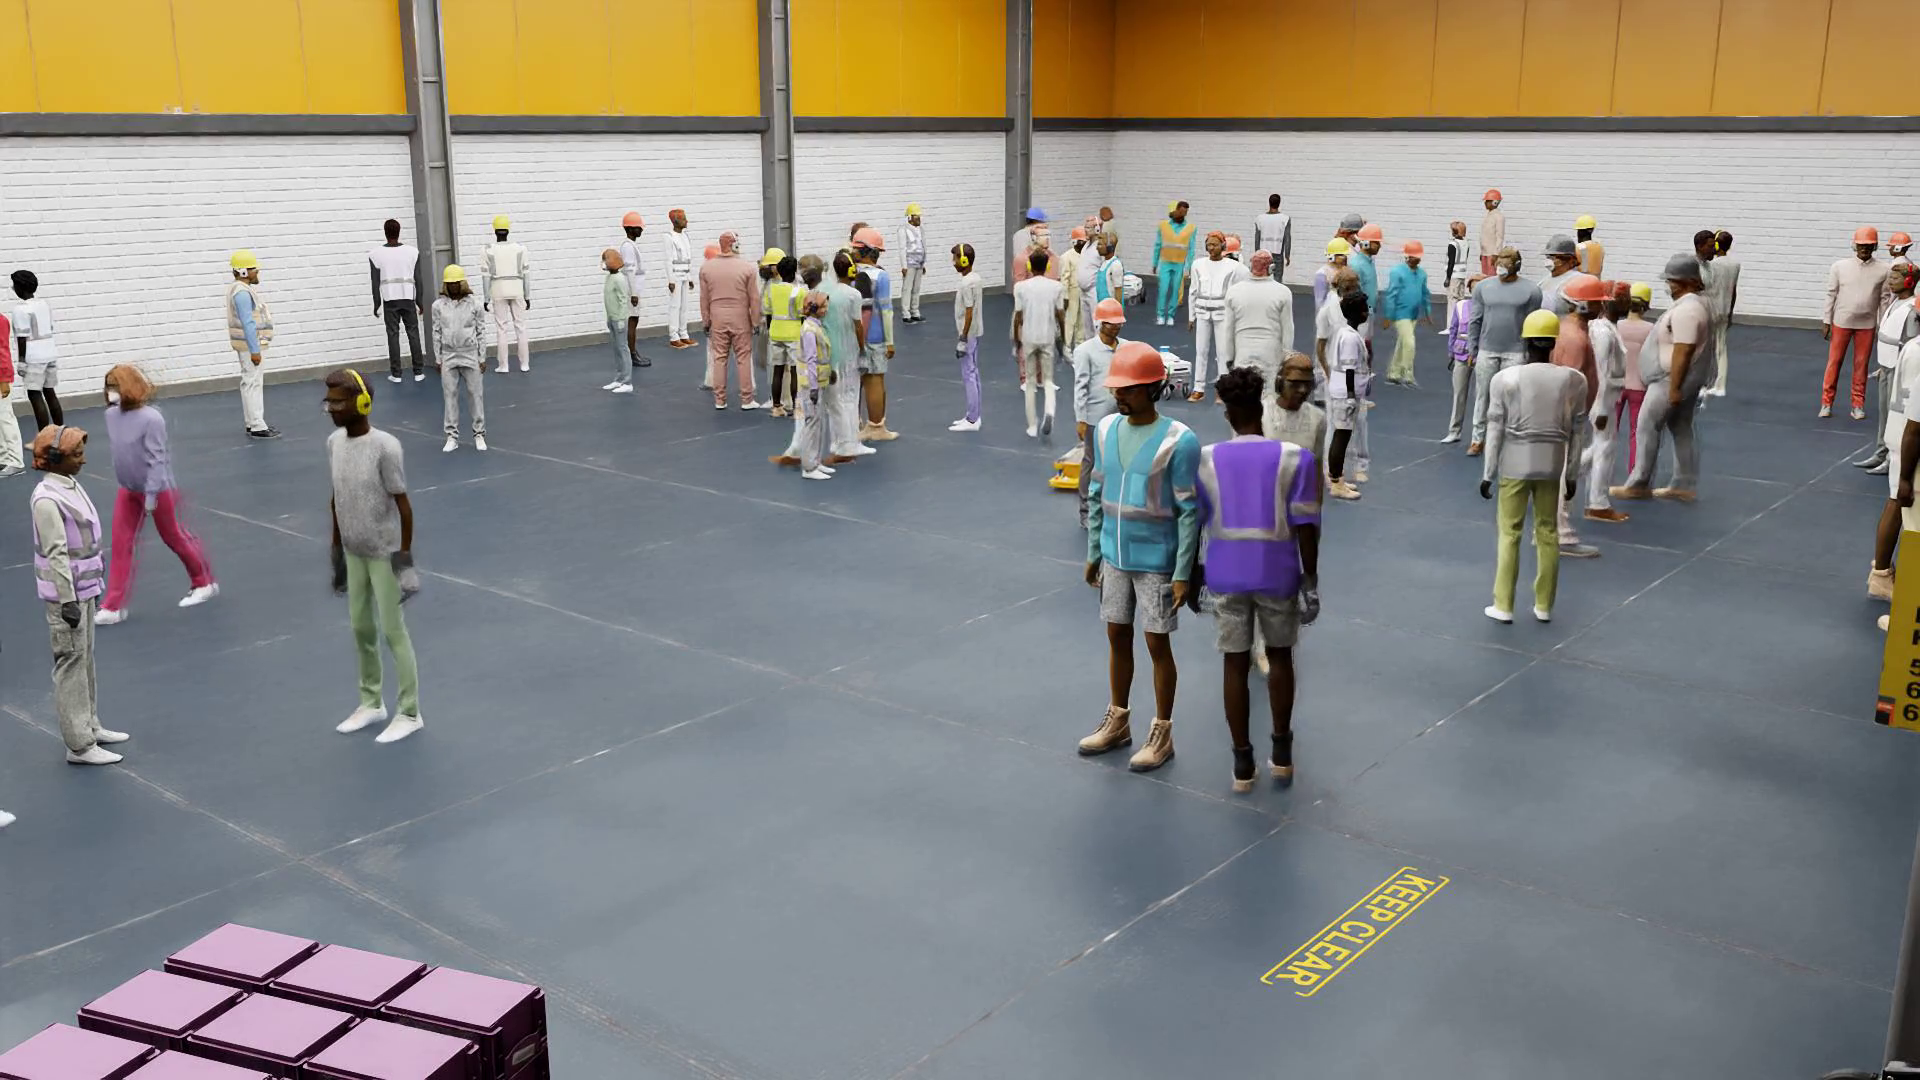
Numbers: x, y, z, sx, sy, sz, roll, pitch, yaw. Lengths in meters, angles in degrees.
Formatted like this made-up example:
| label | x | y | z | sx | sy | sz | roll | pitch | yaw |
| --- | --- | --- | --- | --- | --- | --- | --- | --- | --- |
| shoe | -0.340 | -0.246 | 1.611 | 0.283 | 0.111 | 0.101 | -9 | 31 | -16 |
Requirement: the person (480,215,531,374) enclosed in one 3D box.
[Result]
| label | x | y | z | sx | sy | sz | roll | pitch | yaw |
| --- | --- | --- | --- | --- | --- | --- | --- | --- | --- |
| person | -5.570 | -3.009 | 20.425 | 0.585 | 1.929 | 0.370 | -7 | 16 | -25 |

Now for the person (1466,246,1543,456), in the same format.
| label | x | y | z | sx | sy | sz | roll | pitch | yaw |
| --- | --- | --- | --- | --- | --- | --- | --- | --- | --- |
| person | 4.964 | -1.714 | 15.239 | 0.630 | 1.937 | 0.372 | 6 | 15 | 22 |

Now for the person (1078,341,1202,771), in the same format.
| label | x | y | z | sx | sy | sz | roll | pitch | yaw |
| --- | --- | --- | --- | --- | --- | --- | --- | --- | --- |
| person | 0.824 | 0.083 | 7.839 | 0.615 | 2.041 | 0.392 | 13 | 19 | 43 |

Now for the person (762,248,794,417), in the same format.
| label | x | y | z | sx | sy | sz | roll | pitch | yaw |
| --- | --- | --- | --- | --- | --- | --- | --- | --- | --- |
| person | -1.888 | -2.171 | 17.428 | 0.338 | 1.761 | 0.525 | -2 | 14 | -8 |

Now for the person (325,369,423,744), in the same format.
| label | x | y | z | sx | sy | sz | roll | pitch | yaw |
| --- | --- | --- | --- | --- | --- | --- | --- | --- | --- |
| person | -2.922 | 0.075 | 8.236 | 0.536 | 1.870 | 0.331 | 8 | 16 | 28 |

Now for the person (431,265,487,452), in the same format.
| label | x | y | z | sx | sy | sz | roll | pitch | yaw |
| --- | --- | --- | --- | --- | --- | --- | --- | --- | --- |
| person | -4.669 | -1.694 | 15.549 | 0.487 | 1.744 | 0.296 | -3 | 14 | -11 |

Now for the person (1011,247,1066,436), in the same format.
| label | x | y | z | sx | sy | sz | roll | pitch | yaw |
| --- | --- | --- | --- | --- | --- | --- | --- | --- | --- |
| person | 0.771 | -1.908 | 16.203 | 0.532 | 1.850 | 0.515 | -1 | 14 | -4 |

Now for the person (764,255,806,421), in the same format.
| label | x | y | z | sx | sy | sz | roll | pitch | yaw |
| --- | --- | --- | --- | --- | --- | --- | --- | --- | --- |
| person | -1.774 | -2.081 | 17.188 | 0.540 | 1.695 | 0.318 | 8 | 16 | 30 |

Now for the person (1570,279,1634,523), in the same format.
| label | x | y | z | sx | sy | sz | roll | pitch | yaw |
| --- | --- | --- | --- | --- | --- | --- | --- | --- | --- |
| person | 4.900 | -1.067 | 12.789 | 0.554 | 1.867 | 0.592 | 6 | 15 | 21 |

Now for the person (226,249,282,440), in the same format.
| label | x | y | z | sx | sy | sz | roll | pitch | yaw |
| --- | --- | --- | --- | --- | --- | --- | --- | --- | --- |
| person | -6.884 | -1.898 | 16.179 | 0.404 | 1.833 | 0.588 | -8 | 16 | -29 |

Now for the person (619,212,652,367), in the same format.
| label | x | y | z | sx | sy | sz | roll | pitch | yaw |
| --- | --- | --- | --- | --- | --- | --- | --- | --- | --- |
| person | -4.108 | -3.166 | 21.032 | 0.356 | 1.937 | 0.552 | -3 | 14 | -10 |

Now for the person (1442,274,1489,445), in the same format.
| label | x | y | z | sx | sy | sz | roll | pitch | yaw |
| --- | --- | --- | --- | --- | --- | --- | --- | --- | --- |
| person | 4.884 | -1.710 | 15.826 | 0.511 | 1.637 | 0.307 | 11 | 18 | 37 |

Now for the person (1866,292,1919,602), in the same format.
| label | x | y | z | sx | sy | sz | roll | pitch | yaw |
| --- | --- | --- | --- | --- | --- | --- | --- | --- | --- |
| person | 6.117 | -0.616 | 10.623 | 0.381 | 2.045 | 0.615 | 8 | 16 | 29 |

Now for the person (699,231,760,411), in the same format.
| label | x | y | z | sx | sy | sz | roll | pitch | yaw |
| --- | --- | --- | --- | --- | --- | --- | --- | --- | --- |
| person | -2.440 | -2.336 | 17.787 | 0.649 | 1.904 | 0.401 | 2 | 14 | 8 |

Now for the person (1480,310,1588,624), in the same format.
| label | x | y | z | sx | sy | sz | roll | pitch | yaw |
| --- | --- | --- | --- | --- | --- | --- | --- | --- | --- |
| person | 3.483 | -0.439 | 10.164 | 0.594 | 1.923 | 0.387 | 0 | 14 | 1 |

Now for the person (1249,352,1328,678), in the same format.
| label | x | y | z | sx | sy | sz | roll | pitch | yaw |
| --- | --- | --- | --- | --- | --- | --- | --- | --- | --- |
| person | 1.748 | -0.126 | 9.113 | 0.542 | 1.824 | 0.395 | -3 | 14 | -12 |

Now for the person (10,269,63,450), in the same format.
| label | x | y | z | sx | sy | sz | roll | pitch | yaw |
| --- | --- | --- | --- | --- | --- | --- | --- | --- | --- |
| person | -8.697 | -1.697 | 15.678 | 0.319 | 1.687 | 0.538 | 0 | 14 | 0 |

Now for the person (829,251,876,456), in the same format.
| label | x | y | z | sx | sy | sz | roll | pitch | yaw |
| --- | --- | --- | --- | --- | --- | --- | --- | --- | --- |
| person | -1.043 | -1.716 | 15.377 | 0.519 | 1.873 | 0.331 | 13 | 19 | 42 |

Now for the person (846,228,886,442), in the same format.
| label | x | y | z | sx | sy | sz | roll | pitch | yaw |
| --- | --- | --- | --- | --- | --- | --- | --- | --- | --- |
| person | -0.902 | -1.968 | 16.027 | 0.369 | 2.044 | 0.615 | 4 | 15 | 14 |

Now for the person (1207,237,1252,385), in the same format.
| label | x | y | z | sx | sy | sz | roll | pitch | yaw |
| --- | --- | --- | --- | --- | --- | --- | --- | --- | --- |
| person | 3.126 | -2.630 | 19.285 | 0.344 | 1.742 | 0.562 | -6 | 15 | -23 |

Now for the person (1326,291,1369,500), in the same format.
| label | x | y | z | sx | sy | sz | roll | pitch | yaw |
| --- | --- | --- | --- | --- | --- | --- | --- | --- | --- |
| person | 3.184 | -1.190 | 13.627 | 0.316 | 1.695 | 0.541 | 2 | 14 | 9 |

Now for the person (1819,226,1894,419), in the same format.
| label | x | y | z | sx | sy | sz | roll | pitch | yaw |
| --- | --- | --- | --- | --- | --- | --- | --- | --- | --- |
| person | 9.299 | -2.255 | 17.279 | 0.614 | 1.994 | 0.381 | 5 | 15 | 19 |

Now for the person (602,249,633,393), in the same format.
| label | x | y | z | sx | sy | sz | roll | pitch | yaw |
| --- | --- | --- | --- | --- | --- | --- | --- | --- | --- |
| person | -3.932 | -2.504 | 19.010 | 0.286 | 1.631 | 0.501 | -7 | 16 | -27 |

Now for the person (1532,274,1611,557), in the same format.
| label | x | y | z | sx | sy | sz | roll | pitch | yaw |
| --- | --- | --- | --- | --- | --- | --- | --- | --- | --- |
| person | 4.340 | -0.885 | 11.808 | 0.393 | 1.992 | 0.621 | 2 | 14 | 8 |

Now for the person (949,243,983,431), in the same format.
| label | x | y | z | sx | sy | sz | roll | pitch | yaw |
| --- | --- | --- | --- | --- | --- | --- | --- | --- | --- |
| person | 0.060 | -2.015 | 16.586 | 0.328 | 1.865 | 0.520 | 3 | 14 | 10 |

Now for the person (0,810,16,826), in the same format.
| label | x | y | z | sx | sy | sz | roll | pitch | yaw |
| --- | --- | --- | --- | --- | --- | --- | --- | --- | --- |
| person | -4.627 | 0.362 | 7.175 | 0.873 | 1.828 | 0.544 | 5 | 15 | 20 |

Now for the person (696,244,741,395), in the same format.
| label | x | y | z | sx | sy | sz | roll | pitch | yaw |
| --- | --- | --- | --- | --- | --- | --- | --- | --- | --- |
| person | -2.675 | -2.485 | 18.813 | 0.883 | 1.707 | 0.568 | 14 | 19 | 43 |

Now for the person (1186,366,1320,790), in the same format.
| label | x | y | z | sx | sy | sz | roll | pitch | yaw |
| --- | --- | --- | --- | --- | --- | --- | --- | --- | --- |
| person | 1.333 | 0.176 | 7.682 | 0.660 | 1.929 | 0.542 | 4 | 14 | 14 |

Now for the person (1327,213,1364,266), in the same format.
| label | x | y | z | sx | sy | sz | roll | pitch | yaw |
| --- | --- | --- | --- | --- | --- | --- | --- | --- | --- |
| person | 4.439 | -2.704 | 18.979 | 0.536 | 2.000 | 0.688 | 0 | 14 | 1 |

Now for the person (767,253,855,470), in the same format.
| label | x | y | z | sx | sy | sz | roll | pitch | yaw |
| --- | --- | --- | --- | --- | --- | --- | --- | --- | --- |
| person | -1.355 | -1.573 | 14.722 | 0.896 | 1.904 | 0.649 | -1 | 14 | -5 |

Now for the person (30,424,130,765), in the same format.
| label | x | y | z | sx | sy | sz | roll | pitch | yaw |
| --- | --- | --- | --- | --- | --- | --- | --- | --- | --- |
| person | -4.241 | 0.258 | 7.957 | 0.309 | 1.640 | 0.513 | -5 | 15 | -18 |

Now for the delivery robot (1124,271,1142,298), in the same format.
| label | x | y | z | sx | sy | sz | roll | pitch | yaw |
| --- | --- | --- | --- | --- | --- | --- | --- | --- | --- |
| delivery robot | 2.882 | -4.328 | 28.292 | 0.477 | 0.478 | 0.707 | 3 | 15 | 13 |

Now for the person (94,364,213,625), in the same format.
| label | x | y | z | sx | sy | sz | roll | pitch | yaw |
| --- | --- | --- | --- | --- | --- | --- | --- | --- | --- |
| person | -5.075 | -0.300 | 10.292 | 0.505 | 1.584 | 0.865 | 6 | 15 | 22 |
